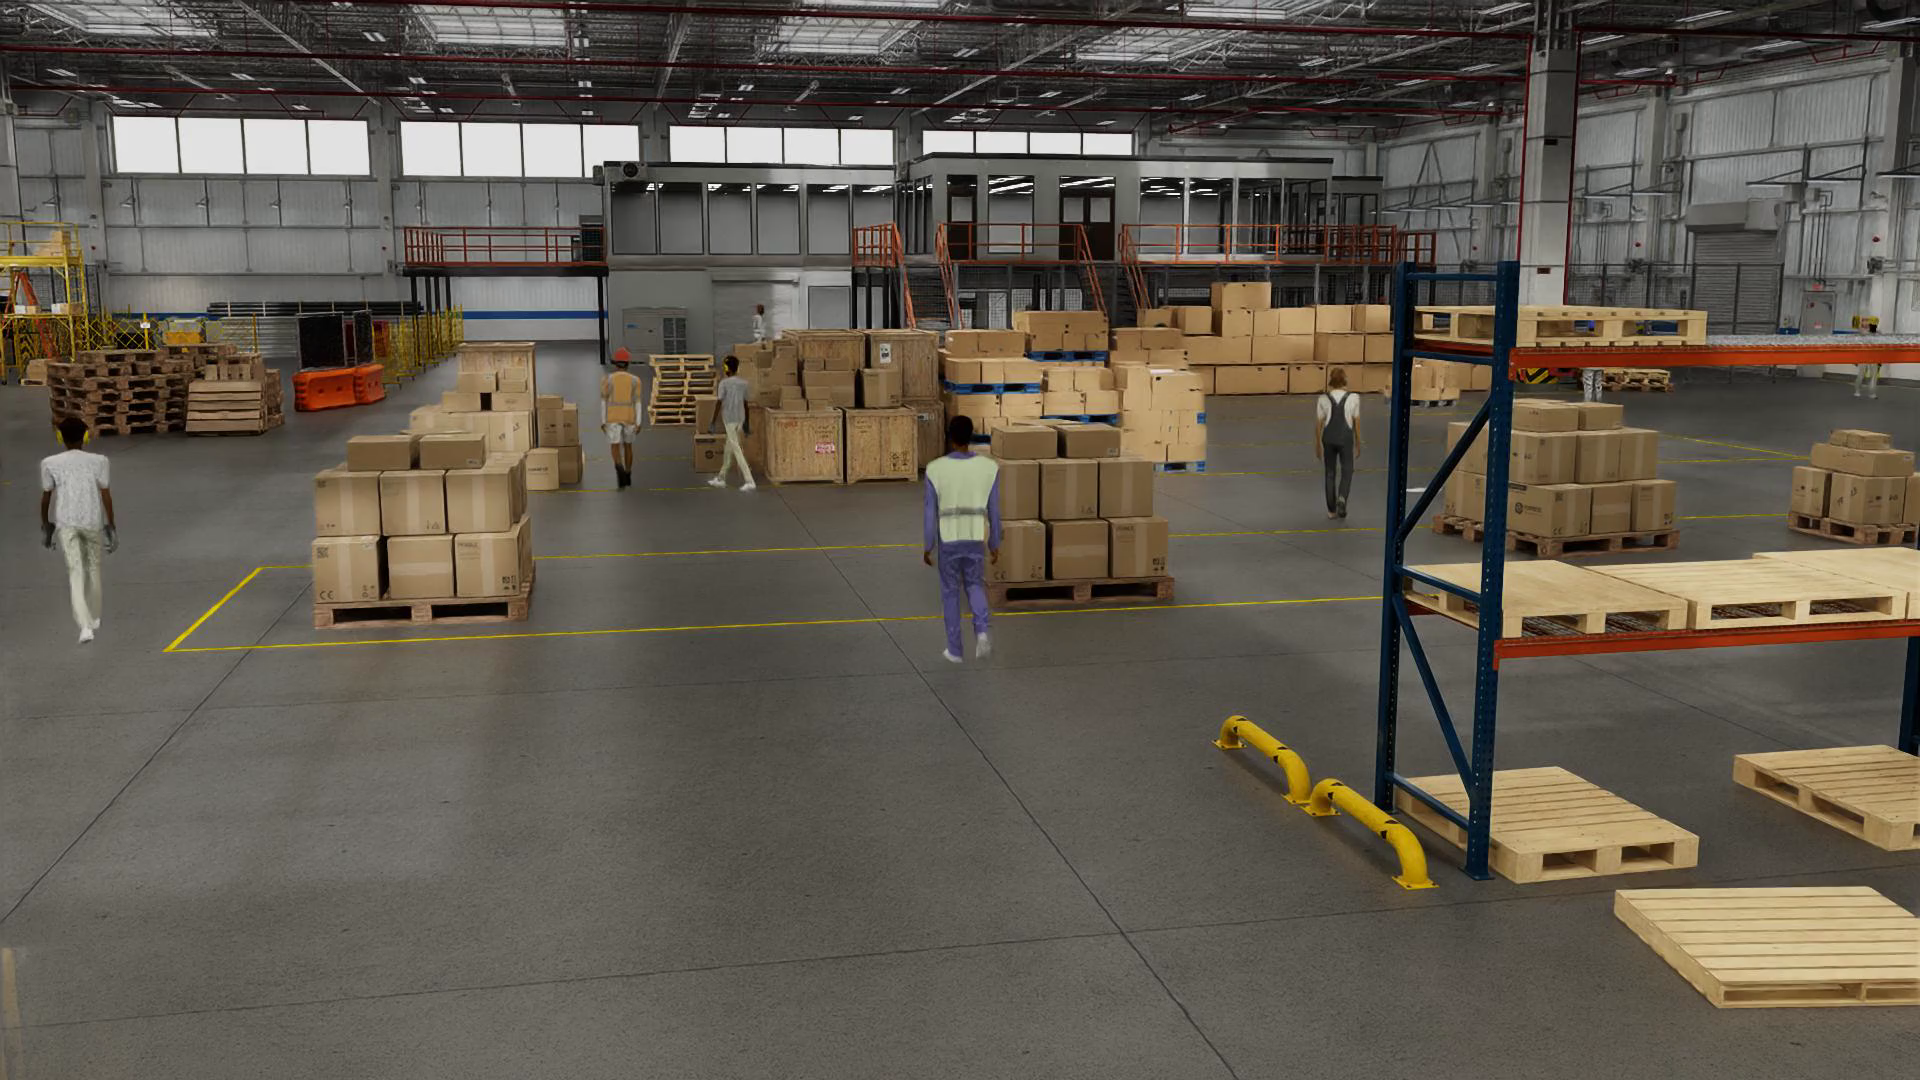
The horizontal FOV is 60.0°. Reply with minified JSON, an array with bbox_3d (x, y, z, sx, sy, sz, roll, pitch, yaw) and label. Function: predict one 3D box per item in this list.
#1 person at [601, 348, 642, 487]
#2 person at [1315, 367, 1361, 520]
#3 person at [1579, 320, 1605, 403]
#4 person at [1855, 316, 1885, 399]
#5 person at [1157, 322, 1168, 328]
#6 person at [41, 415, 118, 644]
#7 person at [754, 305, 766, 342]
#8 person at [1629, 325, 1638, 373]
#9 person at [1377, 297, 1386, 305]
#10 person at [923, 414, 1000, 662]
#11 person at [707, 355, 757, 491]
[{"bbox_3d":[-4.594,-1.656,22.641,0.544,1.918,0.773,-3,10,-16],"label":"person"},{"bbox_3d":[4.472,-1.129,19.690,0.547,1.831,0.464,2,10,14],"label":"person"},{"bbox_3d":[12.873,-3.509,33.837,0.612,1.950,0.377,-4,10,-22],"label":"person"},{"bbox_3d":[21.005,-4.231,38.446,0.601,1.892,0.944,2,9,10],"label":"person"},{"bbox_3d":[3.961,-3.342,32.901,0.641,1.922,0.464,-3,10,-15],"label":"person"},{"bbox_3d":[-7.130,-0.097,13.449,0.538,1.827,0.967,-5,11,-29],"label":"person"},{"bbox_3d":[-6.121,-6.170,50.314,0.647,1.868,0.585,-2,10,-14],"label":"person"},{"bbox_3d":[18.693,-5.531,46.555,0.638,1.822,0.652,-8,12,-41],"label":"person"},{"bbox_3d":[14.577,-7.447,57.744,0.401,1.984,0.611,2,10,14],"label":"person"},{"bbox_3d":[0.012,0.005,12.590,0.592,1.904,0.462,-3,10,-17],"label":"person"},{"bbox_3d":[-3.079,-1.577,22.466,0.975,1.828,0.513,6,11,33],"label":"person"}]
